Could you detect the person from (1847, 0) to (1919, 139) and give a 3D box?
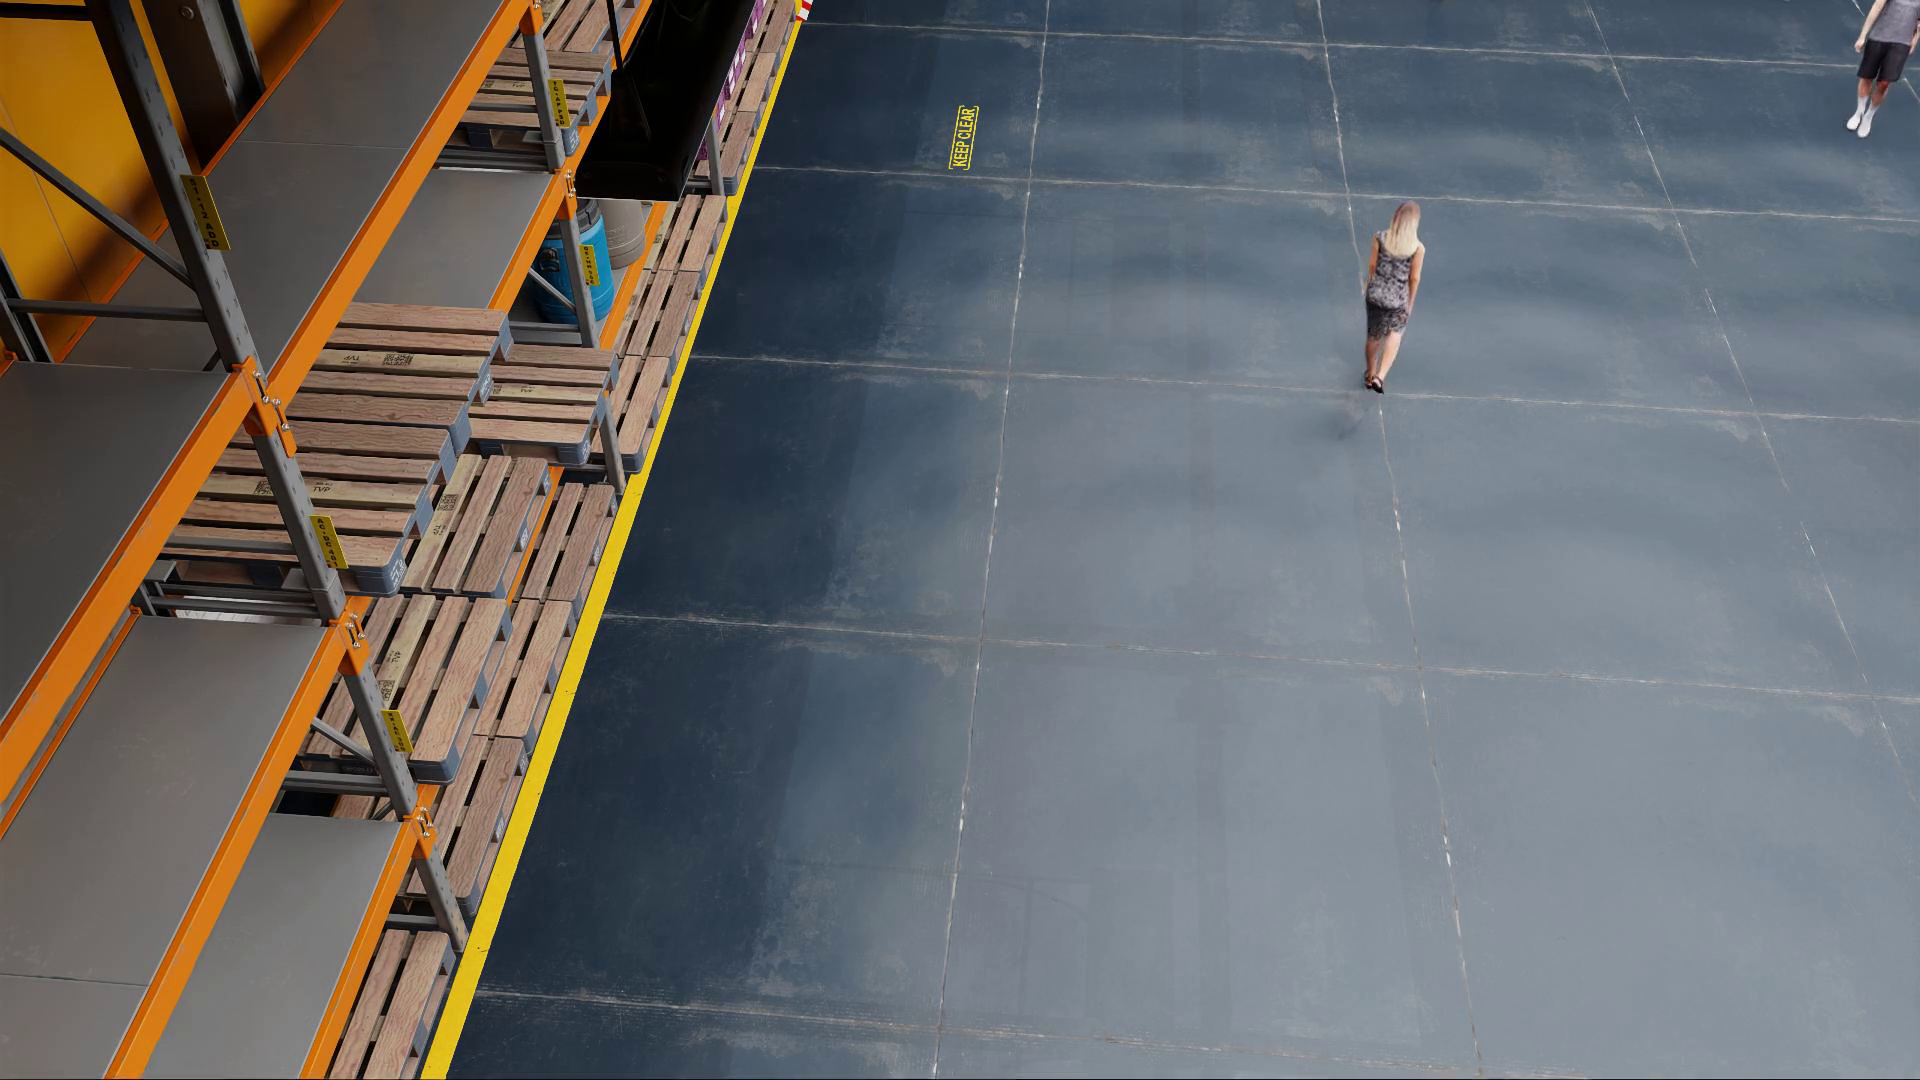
[{"bbox_3d":[8.960,-4.843,15.984,0.807,1.855,0.850,27,50,26],"label":"person"}]

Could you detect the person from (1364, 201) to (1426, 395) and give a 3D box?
[{"bbox_3d":[3.294,-1.821,12.933,0.699,1.689,0.819,19,47,19],"label":"person"}]
